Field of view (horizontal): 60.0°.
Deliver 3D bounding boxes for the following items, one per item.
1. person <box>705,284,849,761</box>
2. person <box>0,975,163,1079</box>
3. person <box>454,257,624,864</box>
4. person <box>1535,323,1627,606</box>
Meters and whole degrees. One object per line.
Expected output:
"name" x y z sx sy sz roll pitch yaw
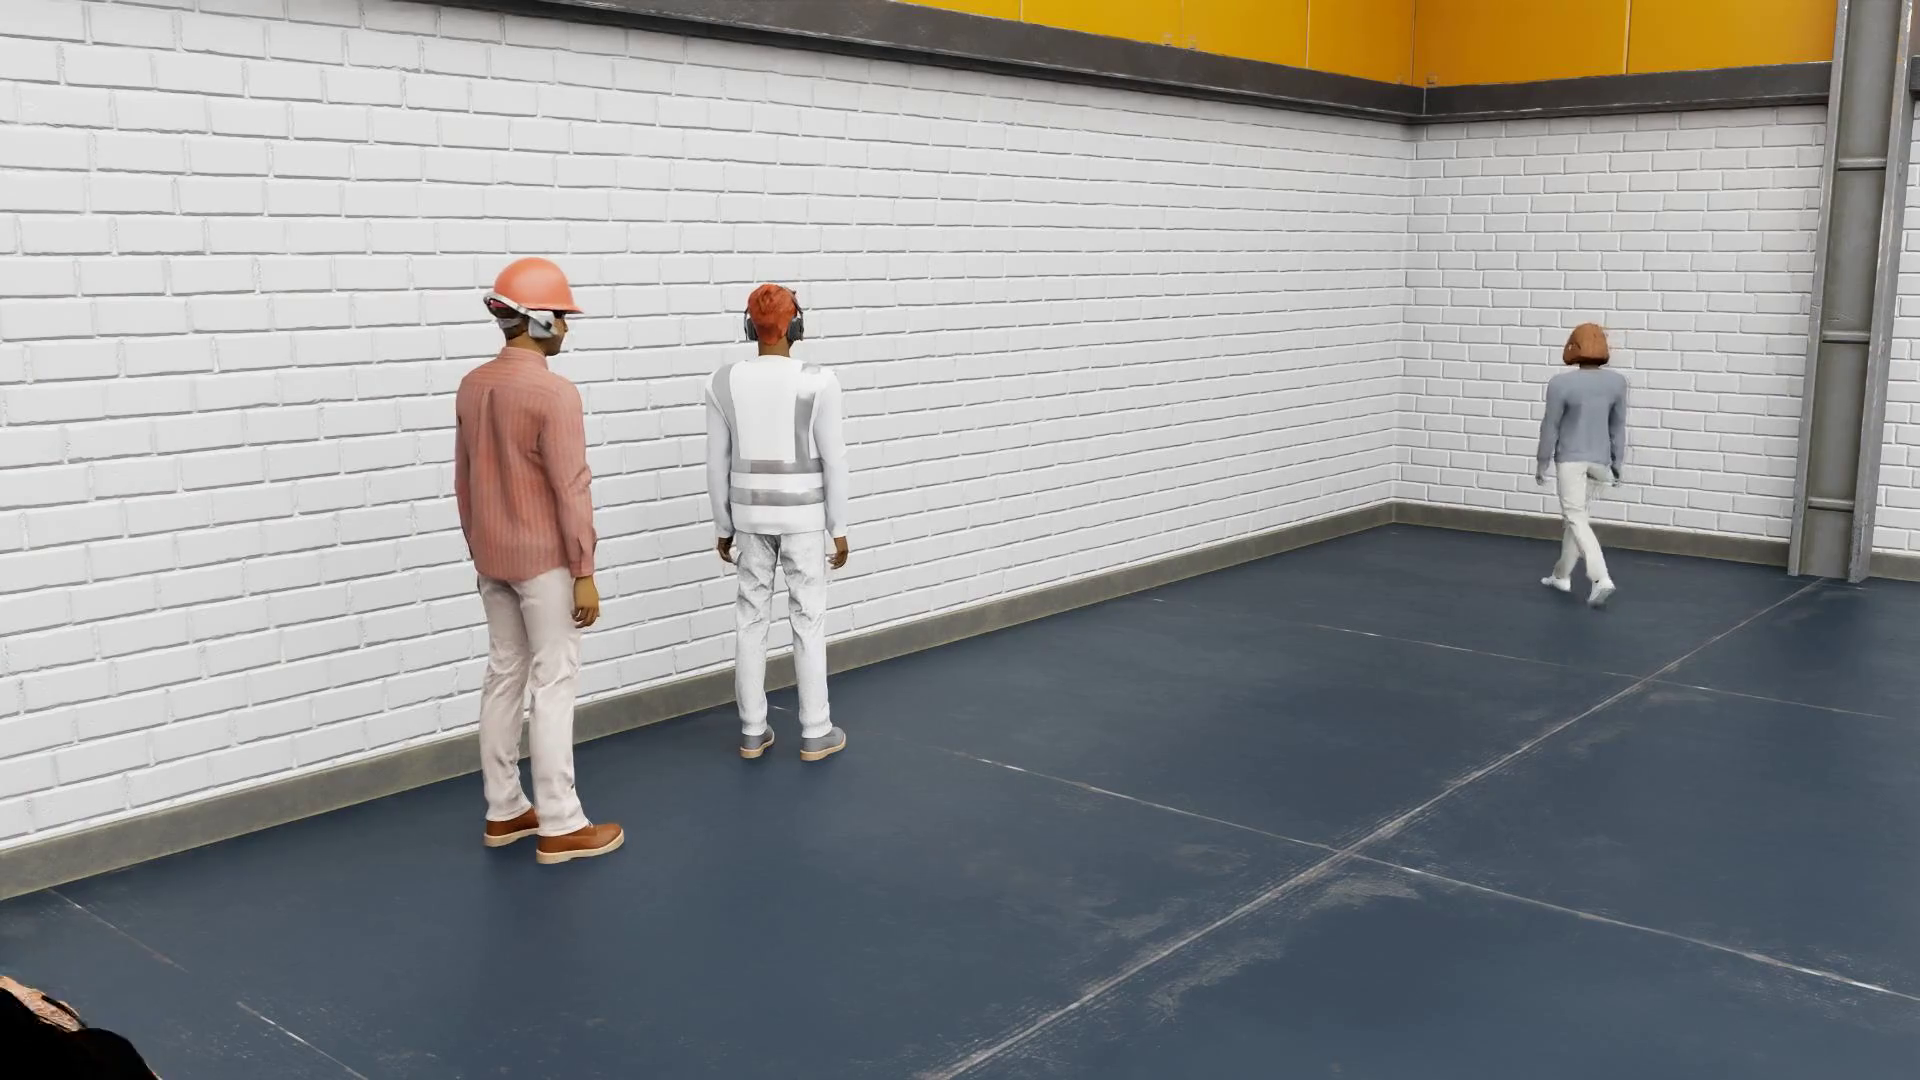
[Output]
"person" -0.710 -0.060 6.571 0.573 1.883 0.356 2 10 12
"person" -0.565 1.043 1.100 0.856 1.586 0.536 7 12 34
"person" -1.406 0.067 5.534 0.623 1.990 0.400 8 13 39
"person" 3.591 -0.441 9.543 0.507 1.605 0.795 -2 10 -13
